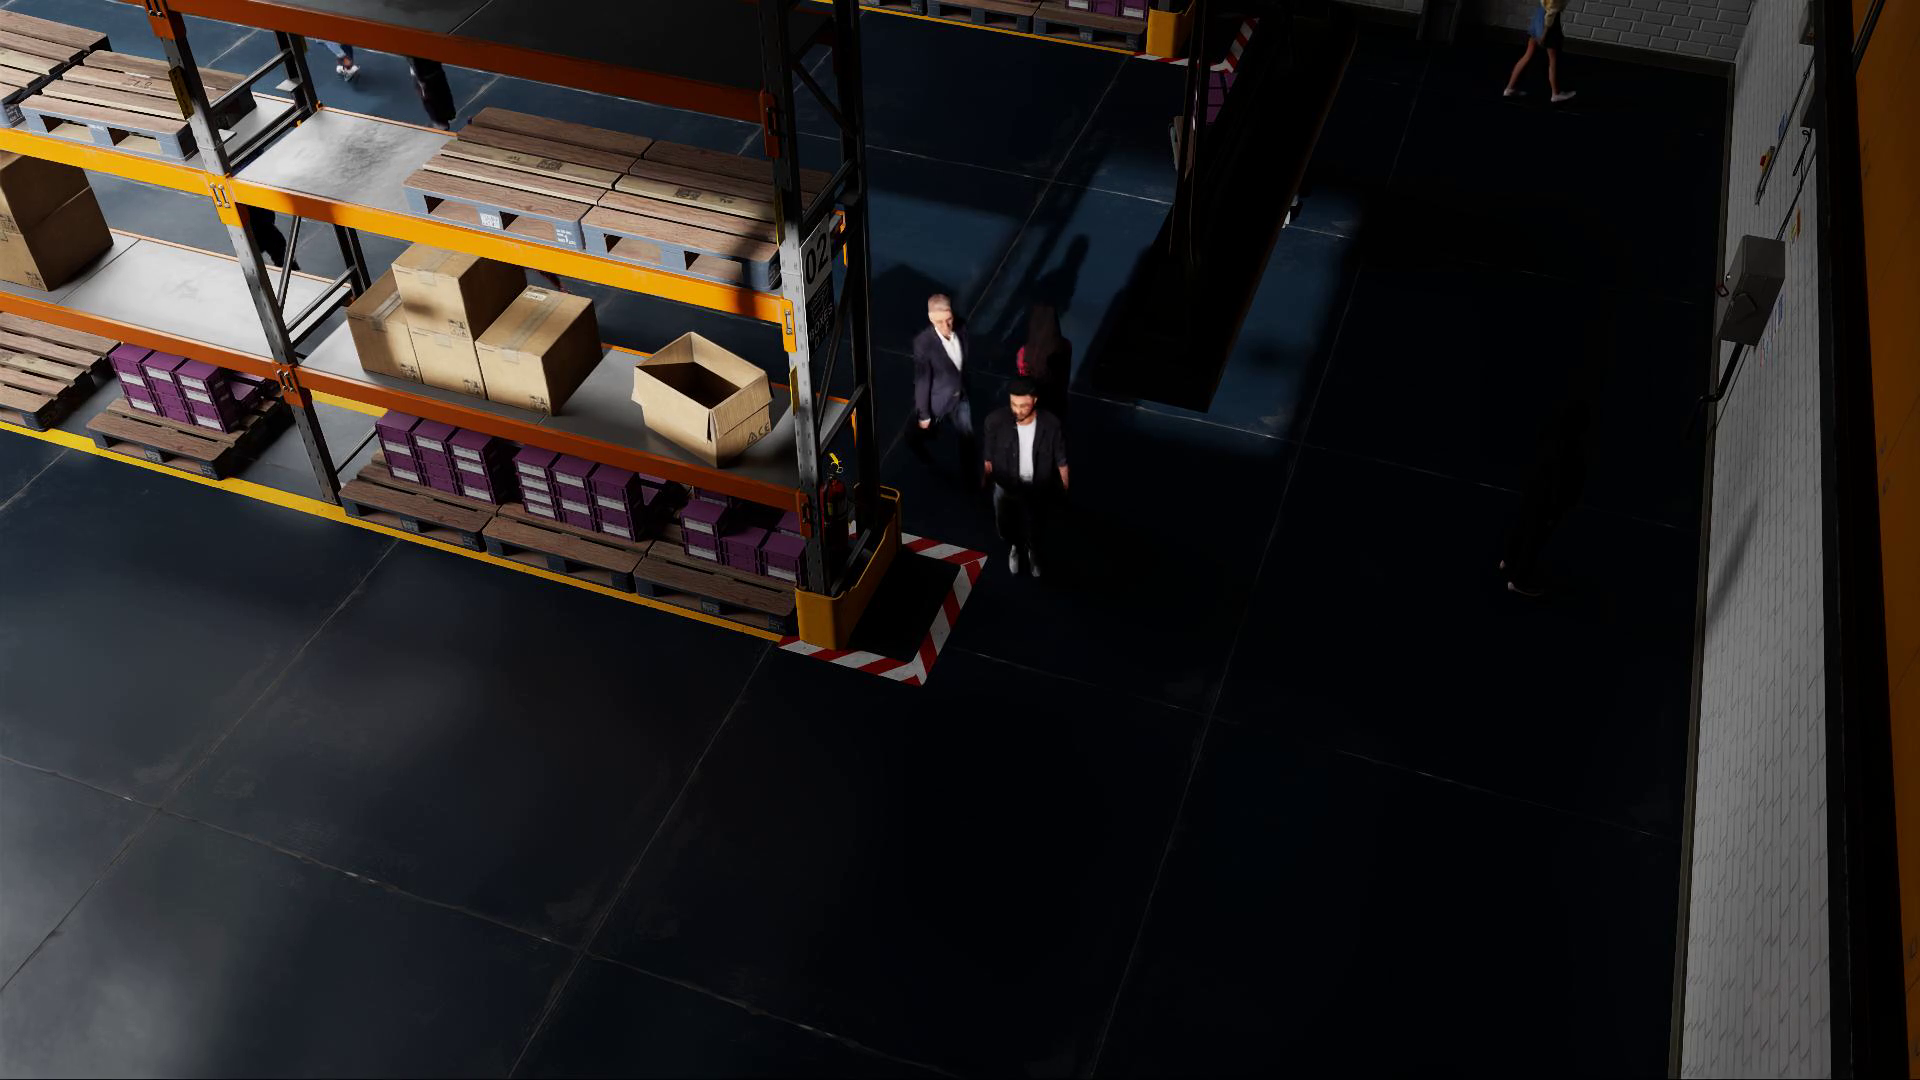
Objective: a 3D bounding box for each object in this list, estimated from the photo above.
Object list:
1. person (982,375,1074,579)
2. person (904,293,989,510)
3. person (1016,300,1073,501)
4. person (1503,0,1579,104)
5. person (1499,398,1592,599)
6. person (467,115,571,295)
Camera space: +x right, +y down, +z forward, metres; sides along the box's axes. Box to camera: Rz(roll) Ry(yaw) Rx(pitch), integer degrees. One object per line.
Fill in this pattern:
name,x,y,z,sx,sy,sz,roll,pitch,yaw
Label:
person,0.431,-0.486,11.398,0.729,1.789,0.927,-1,44,-1
person,-0.171,-1.099,12.052,1.109,1.774,1.293,-30,51,-28
person,0.627,-0.949,11.997,0.736,1.633,0.796,-19,47,-19
person,5.690,-5.064,16.338,1.023,1.603,0.824,3,44,3
person,3.981,-0.307,11.335,0.721,1.617,0.716,2,44,2
person,-3.656,-2.606,13.619,1.093,1.796,0.606,13,45,13
